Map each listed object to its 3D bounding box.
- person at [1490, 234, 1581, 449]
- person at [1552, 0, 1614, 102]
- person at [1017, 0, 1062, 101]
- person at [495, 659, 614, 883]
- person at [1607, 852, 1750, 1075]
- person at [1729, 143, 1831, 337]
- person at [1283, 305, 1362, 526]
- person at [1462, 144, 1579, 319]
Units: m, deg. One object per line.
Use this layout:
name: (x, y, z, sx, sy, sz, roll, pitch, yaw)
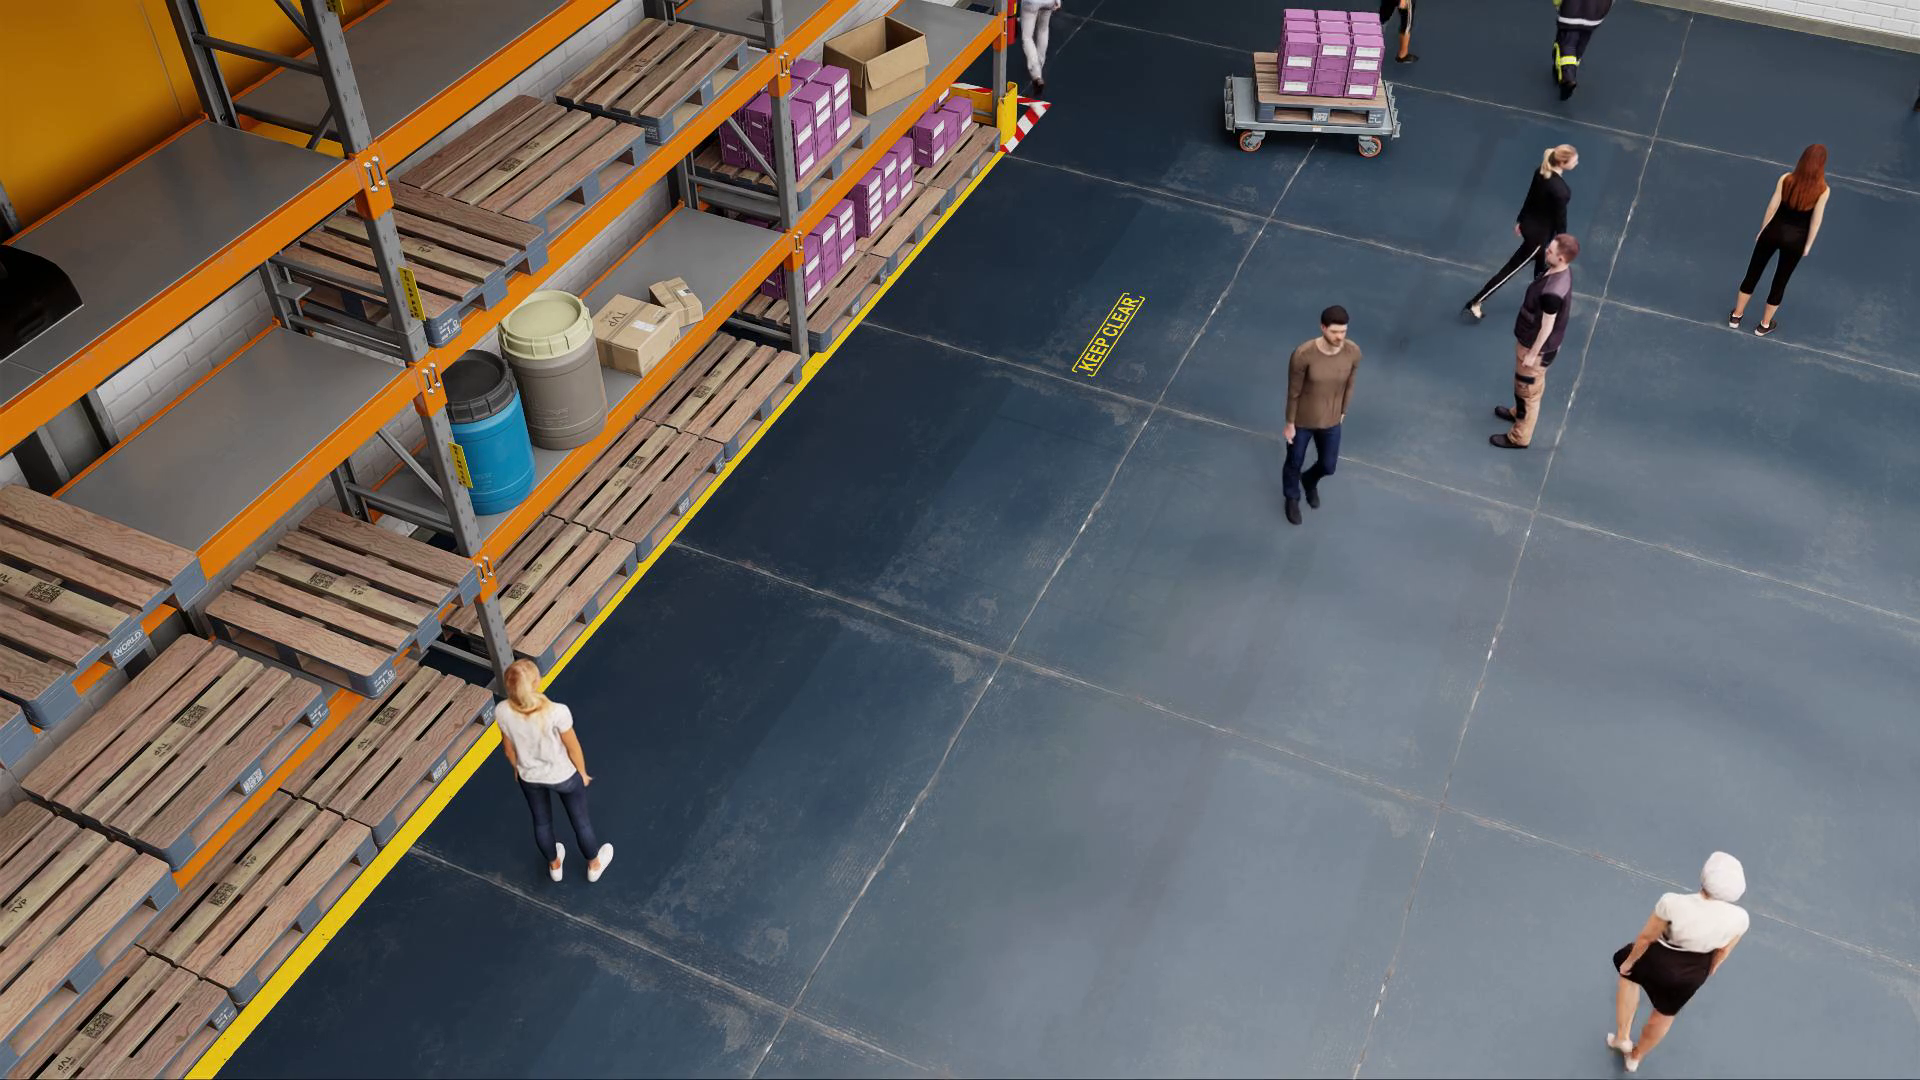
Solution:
person: (4.347, -1.498, 12.444, 0.744, 1.841, 0.526, 15, 46, 16)
person: (6.146, -5.266, 16.312, 1.063, 1.962, 1.233, -1, 44, -1)
person: (0.771, -5.283, 16.400, 1.100, 1.864, 1.247, -8, 44, -8)
person: (-2.342, 1.341, 9.488, 0.653, 1.809, 0.626, 3, 44, 3)
person: (3.659, 2.271, 8.560, 0.706, 1.741, 0.726, 9, 44, 10)
person: (6.691, -2.448, 13.525, 0.600, 1.726, 0.561, 27, 50, 25)
person: (2.502, -0.937, 11.829, 0.776, 1.877, 0.806, -3, 44, -3)
person: (4.598, -2.440, 13.571, 1.053, 1.650, 1.157, -5, 44, -5)
